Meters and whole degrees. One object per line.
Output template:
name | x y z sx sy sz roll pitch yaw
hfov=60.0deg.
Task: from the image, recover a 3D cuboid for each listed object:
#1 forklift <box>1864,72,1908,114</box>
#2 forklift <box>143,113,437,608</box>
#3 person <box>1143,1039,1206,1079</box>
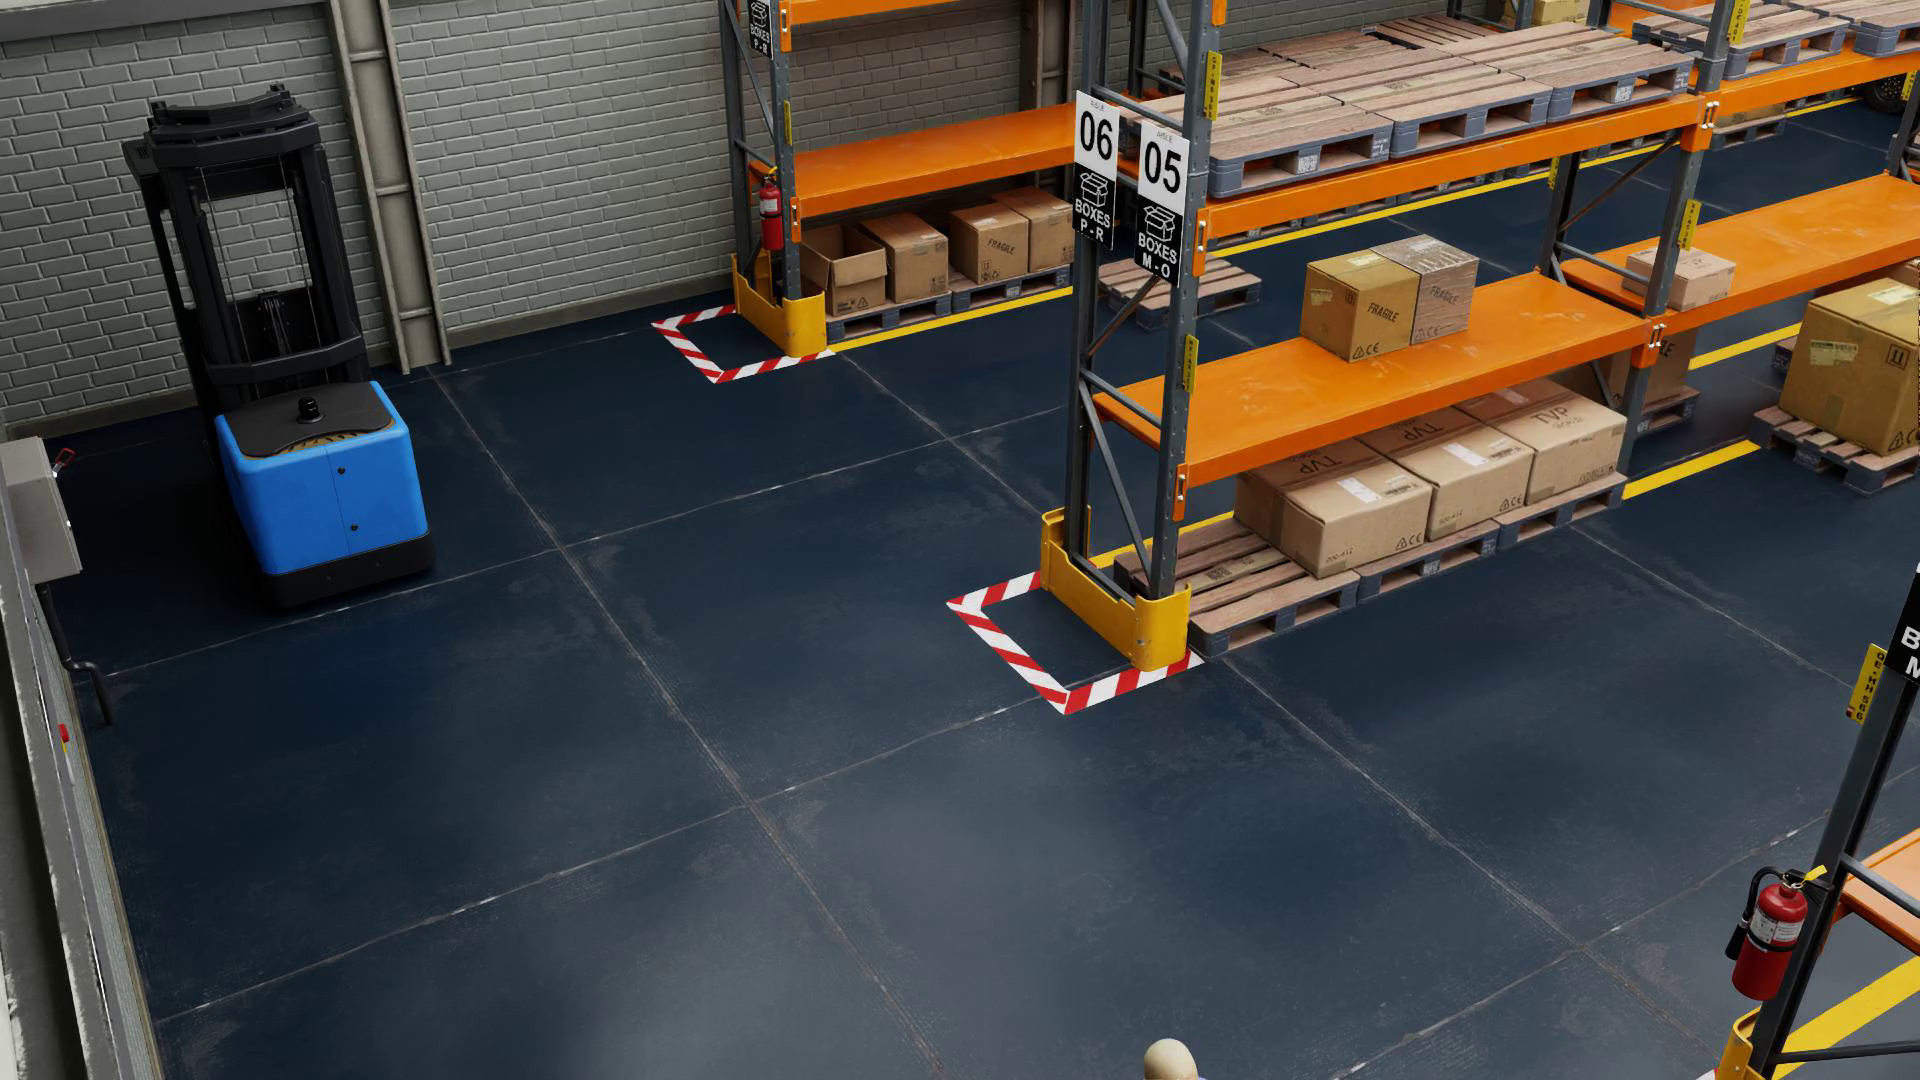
forklift | 11.468 -5.645 18.244 1.214 2.155 2.313 -17 36 -26
forklift | -4.289 -1.259 10.509 1.129 2.768 1.873 -17 36 -26
person | 0.641 2.344 5.696 0.594 1.800 0.398 -17 35 -25
